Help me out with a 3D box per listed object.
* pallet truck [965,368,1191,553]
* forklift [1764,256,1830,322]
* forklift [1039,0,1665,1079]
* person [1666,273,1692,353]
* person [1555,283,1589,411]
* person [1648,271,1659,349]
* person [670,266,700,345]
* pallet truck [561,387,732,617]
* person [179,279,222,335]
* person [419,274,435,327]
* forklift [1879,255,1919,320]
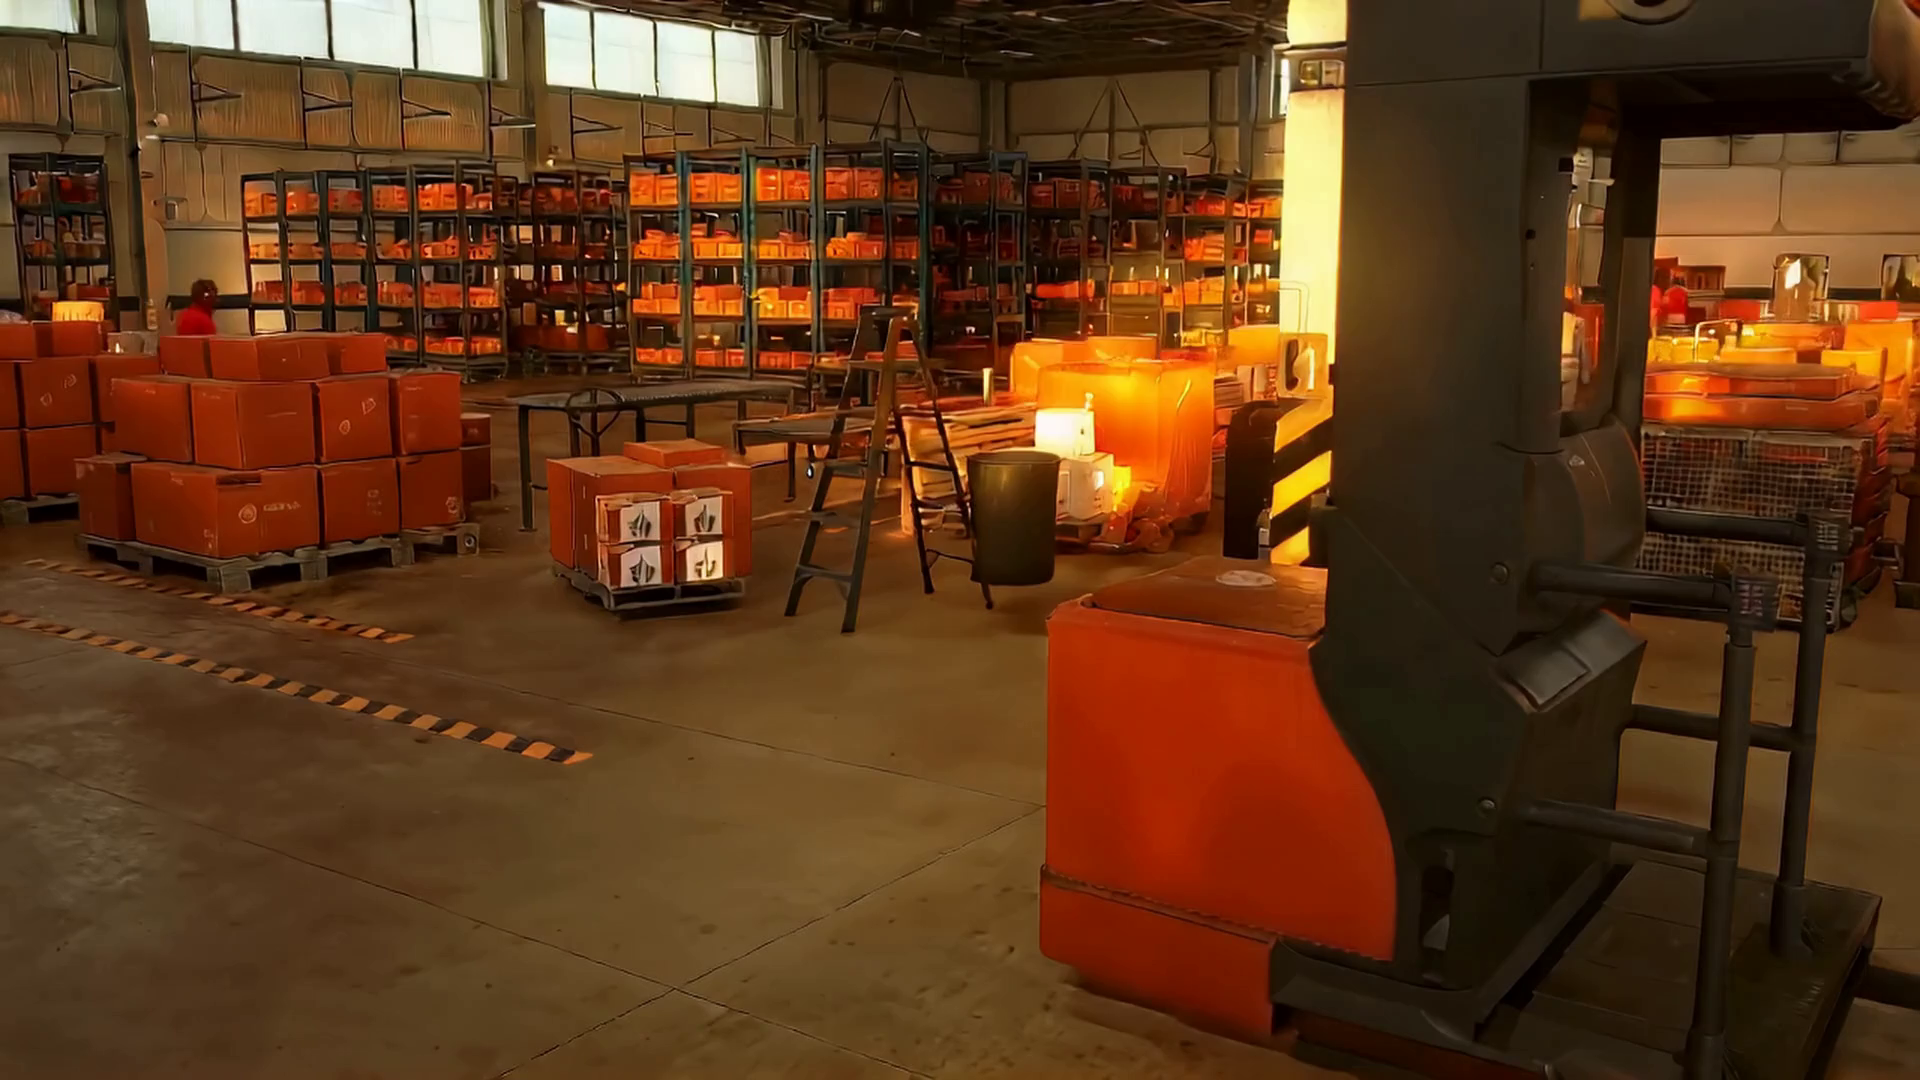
[{"bbox_3d":[0.845,-0.609,11.869,1.630,1.274,0.653,7,12,35],"label":"pallet truck"},{"bbox_3d":[20.253,-5.854,40.139,1.157,1.987,2.680,7,12,35],"label":"forklift"},{"bbox_3d":[1.249,-0.137,4.360,1.873,2.768,1.129,7,12,35],"label":"forklift"},{"bbox_3d":[15.799,-4.978,36.540,0.713,1.738,0.551,-7,12,-36],"label":"person"},{"bbox_3d":[6.433,-1.859,17.887,0.615,1.778,0.937,3,10,19],"label":"person"},{"bbox_3d":[15.566,-5.229,37.825,0.586,1.820,0.755,9,13,44],"label":"person"},{"bbox_3d":[-4.992,-3.950,29.619,0.624,2.014,0.697,7,12,37],"label":"person"},{"bbox_3d":[-1.981,-0.274,10.088,0.680,1.201,1.601,-5,11,-28],"label":"pallet truck"},{"bbox_3d":[-7.002,-1.461,15.283,0.964,1.863,0.655,-7,12,-35],"label":"person"},{"bbox_3d":[-11.578,-4.893,36.078,0.359,1.742,0.562,4,10,24],"label":"person"},{"bbox_3d":[22.089,-5.634,38.796,1.157,1.987,2.680,6,11,33],"label":"forklift"}]
